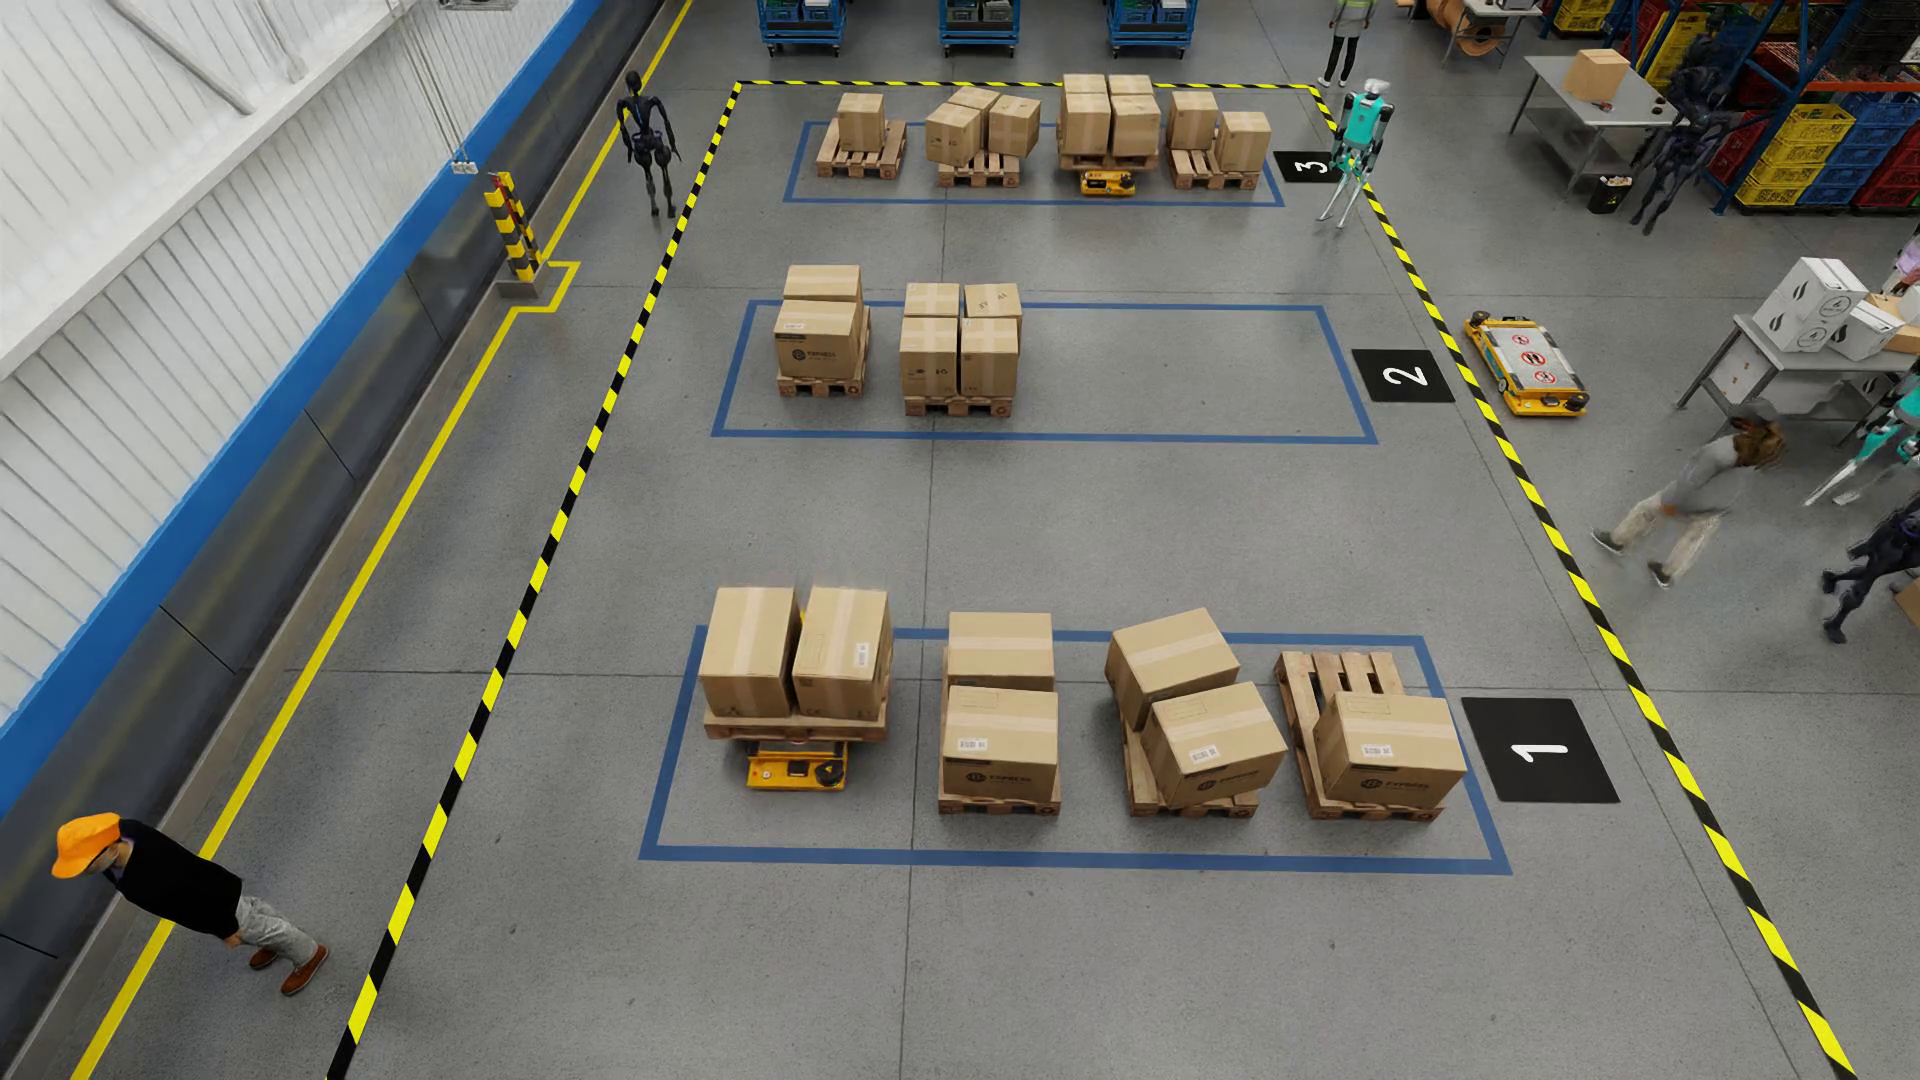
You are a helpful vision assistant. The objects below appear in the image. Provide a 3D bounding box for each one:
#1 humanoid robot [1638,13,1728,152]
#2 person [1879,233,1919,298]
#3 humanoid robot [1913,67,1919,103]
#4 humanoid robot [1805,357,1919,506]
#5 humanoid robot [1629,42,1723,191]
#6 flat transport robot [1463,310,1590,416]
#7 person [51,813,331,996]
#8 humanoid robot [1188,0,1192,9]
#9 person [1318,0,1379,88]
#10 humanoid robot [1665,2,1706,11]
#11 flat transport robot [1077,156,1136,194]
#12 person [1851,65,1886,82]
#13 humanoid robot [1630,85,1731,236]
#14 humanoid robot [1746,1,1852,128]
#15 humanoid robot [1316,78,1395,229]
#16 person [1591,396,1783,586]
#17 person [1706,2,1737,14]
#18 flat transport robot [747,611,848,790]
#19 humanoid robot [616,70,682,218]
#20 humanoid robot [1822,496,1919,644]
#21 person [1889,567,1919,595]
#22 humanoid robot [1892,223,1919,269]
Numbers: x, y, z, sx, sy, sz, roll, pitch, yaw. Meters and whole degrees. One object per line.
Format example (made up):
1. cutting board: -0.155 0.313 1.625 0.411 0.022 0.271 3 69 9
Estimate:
1. humanoid robot: 9.169 -5.729 11.554 0.416 1.646 0.599 8 50 7
2. person: 8.940 -2.582 8.596 0.373 2.041 0.614 33 57 25
3. humanoid robot: 12.894 -6.201 11.930 0.894 1.765 0.570 -17 51 -14
4. humanoid robot: 7.614 -0.876 7.334 0.866 1.784 0.532 -21 52 -17
5. humanoid robot: 8.676 -5.107 11.042 0.612 1.628 0.652 -4 49 -4
6. flat transport robot: 5.573 -1.757 9.054 0.659 0.231 1.431 1 49 1
7. person: -3.987 1.906 4.815 0.590 1.884 0.355 25 54 20
8. humanoid robot: 3.935 -9.590 14.920 0.584 1.626 0.750 28 55 22
9. person: 5.485 -7.334 12.834 0.596 1.850 0.385 0 49 0
10. humanoid robot: 10.627 -7.909 13.444 0.305 1.651 0.616 -18 52 -15
11. flat transport robot: 1.843 -4.876 11.735 0.652 0.197 1.431 1 49 1
12. person: 13.414 -7.375 12.802 0.549 1.943 0.650 4 49 3
13. humanoid robot: 8.106 -4.277 10.304 0.589 1.644 0.467 35 57 26
14. humanoid robot: 11.040 -6.084 11.906 0.795 1.628 0.607 0 49 0
15. humanoid robot: 4.481 -4.350 10.239 0.533 1.676 0.735 35 58 26
16. person: 5.535 -0.423 6.925 0.630 1.734 0.753 -8 50 -7
17. person: 10.962 -7.761 13.223 0.403 1.822 0.587 8 50 7
18. flat transport robot: -1.093 1.088 6.573 0.652 0.197 1.431 1 49 1
19. humanoid robot: -3.536 -4.481 10.479 0.613 1.642 0.374 -6 49 -5
20. humanoid robot: 6.875 0.026 6.625 0.589 1.644 0.779 14 51 12
21. person: 7.689 -0.218 6.621 0.603 1.937 0.413 -31 56 -24
22. humanoid robot: 9.493 -2.731 8.837 0.735 1.677 0.533 -10 50 -9
